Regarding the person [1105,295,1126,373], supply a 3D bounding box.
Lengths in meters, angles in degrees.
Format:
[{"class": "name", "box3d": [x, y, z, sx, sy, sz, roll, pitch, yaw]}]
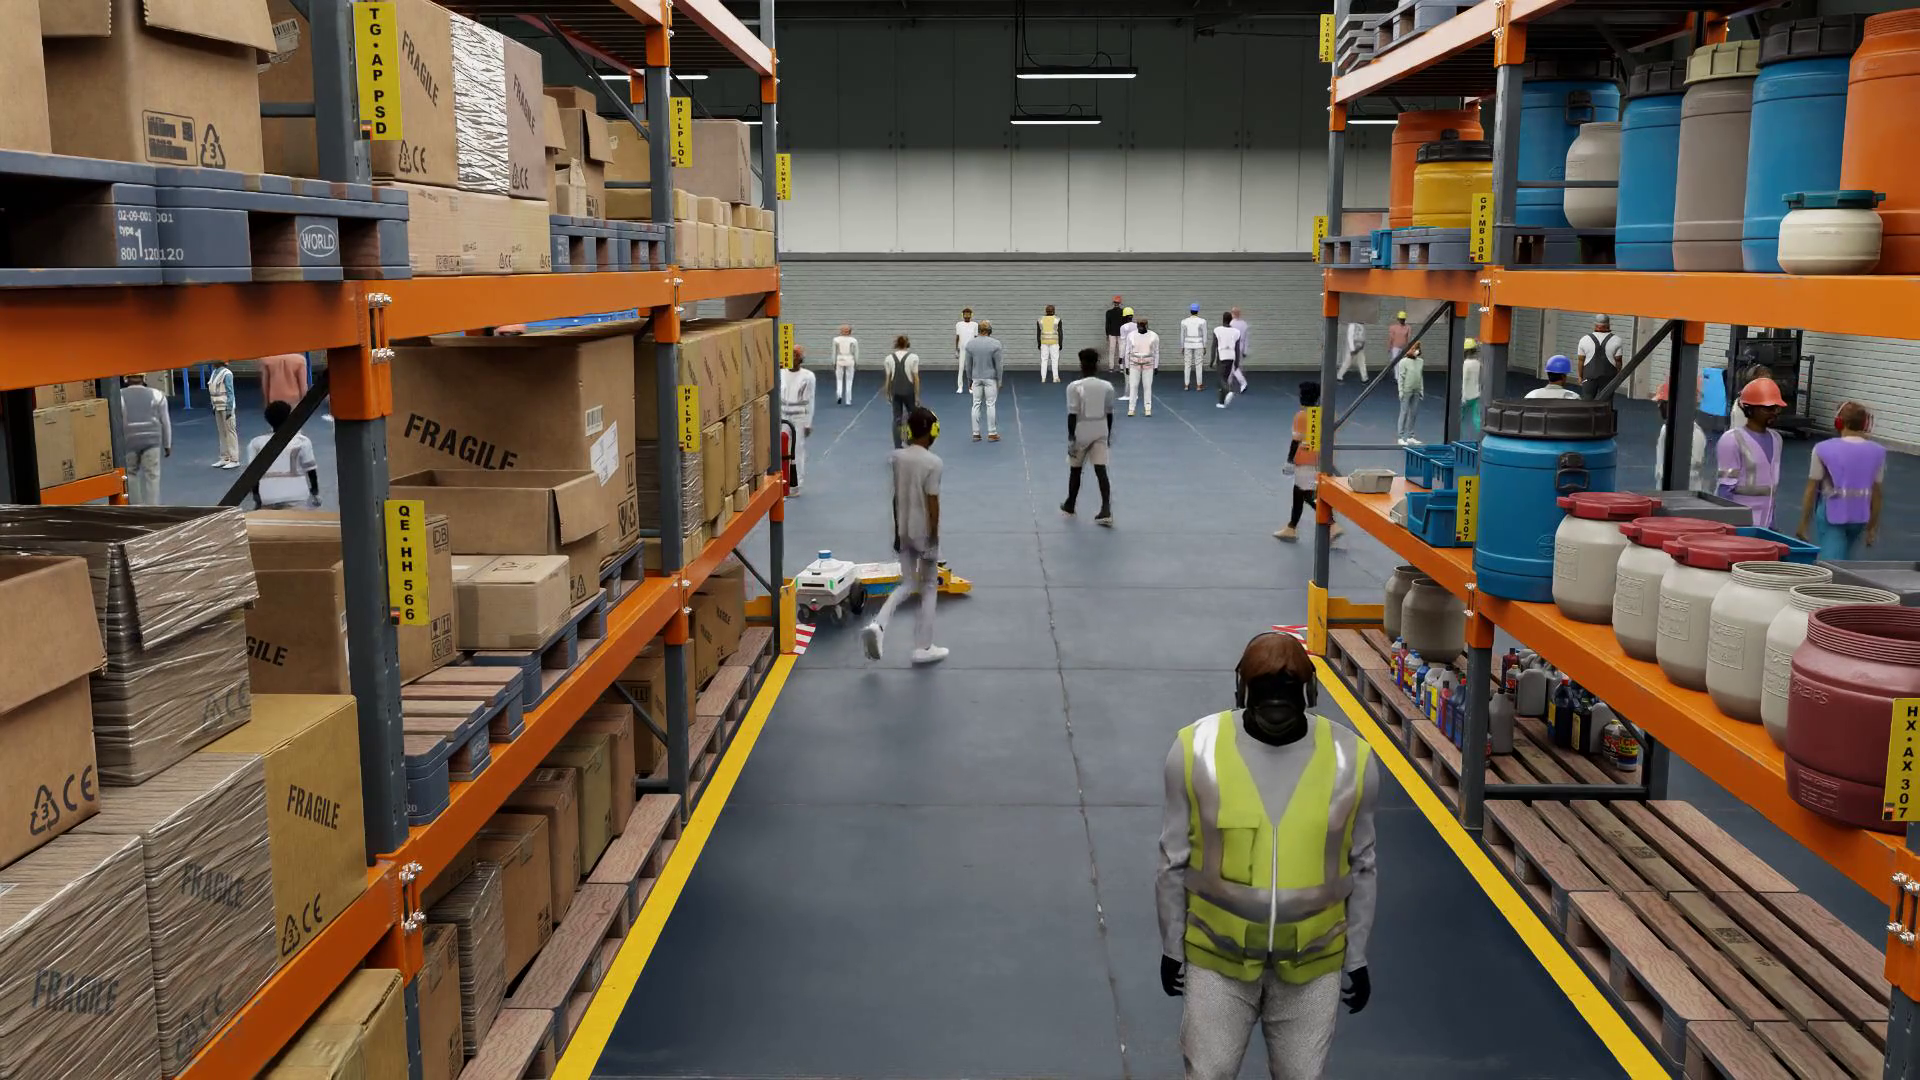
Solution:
[{"class": "person", "box3d": [4.084, -5.350, 43.226, 0.611, 1.996, 0.378, 3, 10, 16]}]

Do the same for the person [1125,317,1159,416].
[{"class": "person", "box3d": [3.388, -3.228, 30.983, 0.626, 1.840, 0.430, 1, 10, 9]}]

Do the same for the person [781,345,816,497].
[{"class": "person", "box3d": [-2.041, -1.442, 20.248, 0.624, 1.856, 0.470, 3, 10, 20]}]

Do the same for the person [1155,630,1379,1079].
[{"class": "person", "box3d": [0.861, 1.160, 4.693, 0.621, 1.845, 0.429, 1, 10, 5]}]

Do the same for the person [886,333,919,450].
[{"class": "person", "box3d": [-0.827, -2.123, 24.390, 0.530, 1.823, 0.566, 3, 10, 15]}]

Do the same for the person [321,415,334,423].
[{"class": "person", "box3d": [-10.861, -2.945, 29.363, 0.980, 1.820, 0.513, 0, 9, 3]}]

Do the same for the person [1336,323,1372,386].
[{"class": "person", "box3d": [9.180, -4.479, 38.687, 0.635, 1.781, 0.941, -8, 12, -39]}]

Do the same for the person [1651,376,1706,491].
[{"class": "person", "box3d": [5.609, -0.286, 12.947, 1.096, 1.987, 0.625, -1, 9, -3]}]

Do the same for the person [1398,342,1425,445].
[{"class": "person", "box3d": [7.078, -2.305, 26.129, 0.520, 1.635, 0.298, -5, 11, -27]}]

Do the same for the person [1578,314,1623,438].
[{"class": "person", "box3d": [10.450, -2.673, 27.181, 0.689, 2.000, 0.539, 4, 10, 22]}]

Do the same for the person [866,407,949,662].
[{"class": "person", "box3d": [-0.356, -0.021, 11.772, 0.528, 1.841, 0.661, 8, 13, 41]}]

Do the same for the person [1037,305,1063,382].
[{"class": "person", "box3d": [2.157, -4.696, 39.769, 0.633, 1.842, 0.429, 3, 10, 15]}]

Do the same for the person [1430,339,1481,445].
[{"class": "person", "box3d": [7.438, -2.110, 24.612, 0.538, 1.718, 0.925, -8, 12, -39]}]

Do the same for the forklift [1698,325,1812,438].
[{"class": "forklift", "box3d": [13.248, -3.165, 27.620, 1.129, 2.768, 1.873, 0, 9, 1]}]

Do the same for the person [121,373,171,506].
[{"class": "person", "box3d": [-8.926, -1.055, 18.099, 0.625, 1.790, 0.886, -5, 11, -29]}]

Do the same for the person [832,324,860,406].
[{"class": "person", "box3d": [-2.273, -3.498, 33.212, 0.548, 1.625, 0.371, 1, 10, 4]}]

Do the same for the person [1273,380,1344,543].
[{"class": "person", "box3d": [3.576, -0.790, 16.889, 0.796, 1.669, 0.530, 7, 12, 34]}]

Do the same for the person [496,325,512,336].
[{"class": "person", "box3d": [-7.318, -2.592, 26.924, 0.550, 1.920, 0.563, -6, 11, -32]}]

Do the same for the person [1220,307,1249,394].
[{"class": "person", "box3d": [6.042, -4.157, 36.448, 0.651, 1.875, 0.881, -8, 12, -39]}]

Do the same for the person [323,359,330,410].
[{"class": "person", "box3d": [-8.739, -2.014, 23.568, 0.684, 1.879, 0.708, 2, 10, 14]}]

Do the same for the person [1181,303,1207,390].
[{"class": "person", "box3d": [5.244, -4.335, 37.286, 0.601, 1.948, 0.386, 3, 10, 17]}]

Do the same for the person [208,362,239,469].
[{"class": "person", "box3d": [-10.236, -1.815, 23.109, 0.514, 1.642, 0.311, 9, 13, 42]}]

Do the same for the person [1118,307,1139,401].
[{"class": "person", "box3d": [3.499, -3.852, 34.468, 0.589, 1.924, 0.384, -9, 13, -44]}]

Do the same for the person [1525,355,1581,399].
[{"class": "person", "box3d": [5.822, -0.843, 16.368, 0.401, 1.949, 0.605, -9, 13, -43]}]

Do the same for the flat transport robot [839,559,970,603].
[{"class": "flat transport robot", "box3d": [-0.692, 0.350, 14.367, 1.431, 0.197, 0.652, -4, 10, -24]}]

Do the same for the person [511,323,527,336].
[{"class": "person", "box3d": [-7.365, -2.692, 27.573, 0.544, 1.913, 0.747, 1, 10, 9]}]

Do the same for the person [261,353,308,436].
[{"class": "person", "box3d": [-9.278, -1.942, 22.857, 0.610, 1.979, 0.726, -2, 10, -13]}]

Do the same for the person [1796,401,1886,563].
[{"class": "person", "box3d": [6.677, -0.135, 12.532, 0.573, 1.823, 0.815, -1, 10, -8]}]

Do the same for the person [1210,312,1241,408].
[{"class": "person", "box3d": [5.234, -3.530, 32.634, 0.607, 1.890, 0.630, -3, 10, -20]}]

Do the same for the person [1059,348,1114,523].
[{"class": "person", "box3d": [1.431, -1.159, 18.387, 0.626, 1.911, 1.024, -4, 10, -23]}]

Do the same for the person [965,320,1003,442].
[{"class": "person", "box3d": [0.398, -2.555, 26.654, 0.631, 1.939, 0.369, 4, 10, 21]}]

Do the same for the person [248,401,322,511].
[{"class": "person", "box3d": [-5.815, -0.373, 14.413, 0.542, 1.662, 0.831, -1, 9, -3]}]

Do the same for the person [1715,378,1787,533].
[{"class": "person", "box3d": [5.610, -0.126, 11.793, 0.605, 2.044, 0.374, -6, 11, -30]}]

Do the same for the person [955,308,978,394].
[{"class": "person", "box3d": [0.150, -4.147, 36.408, 0.521, 1.868, 0.328, 0, 9, 1]}]

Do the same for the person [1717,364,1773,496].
[{"class": "person", "box3d": [7.578, -0.760, 16.069, 1.025, 1.892, 0.650, 8, 12, 40]}]

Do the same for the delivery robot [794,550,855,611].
[{"class": "delivery robot", "box3d": [-1.086, 0.328, 13.372, 0.477, 0.478, 0.707, 2, 10, 11]}]

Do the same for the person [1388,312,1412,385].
[{"class": "person", "box3d": [10.305, -4.490, 38.932, 0.531, 1.708, 0.958, 1, 9, 3]}]
